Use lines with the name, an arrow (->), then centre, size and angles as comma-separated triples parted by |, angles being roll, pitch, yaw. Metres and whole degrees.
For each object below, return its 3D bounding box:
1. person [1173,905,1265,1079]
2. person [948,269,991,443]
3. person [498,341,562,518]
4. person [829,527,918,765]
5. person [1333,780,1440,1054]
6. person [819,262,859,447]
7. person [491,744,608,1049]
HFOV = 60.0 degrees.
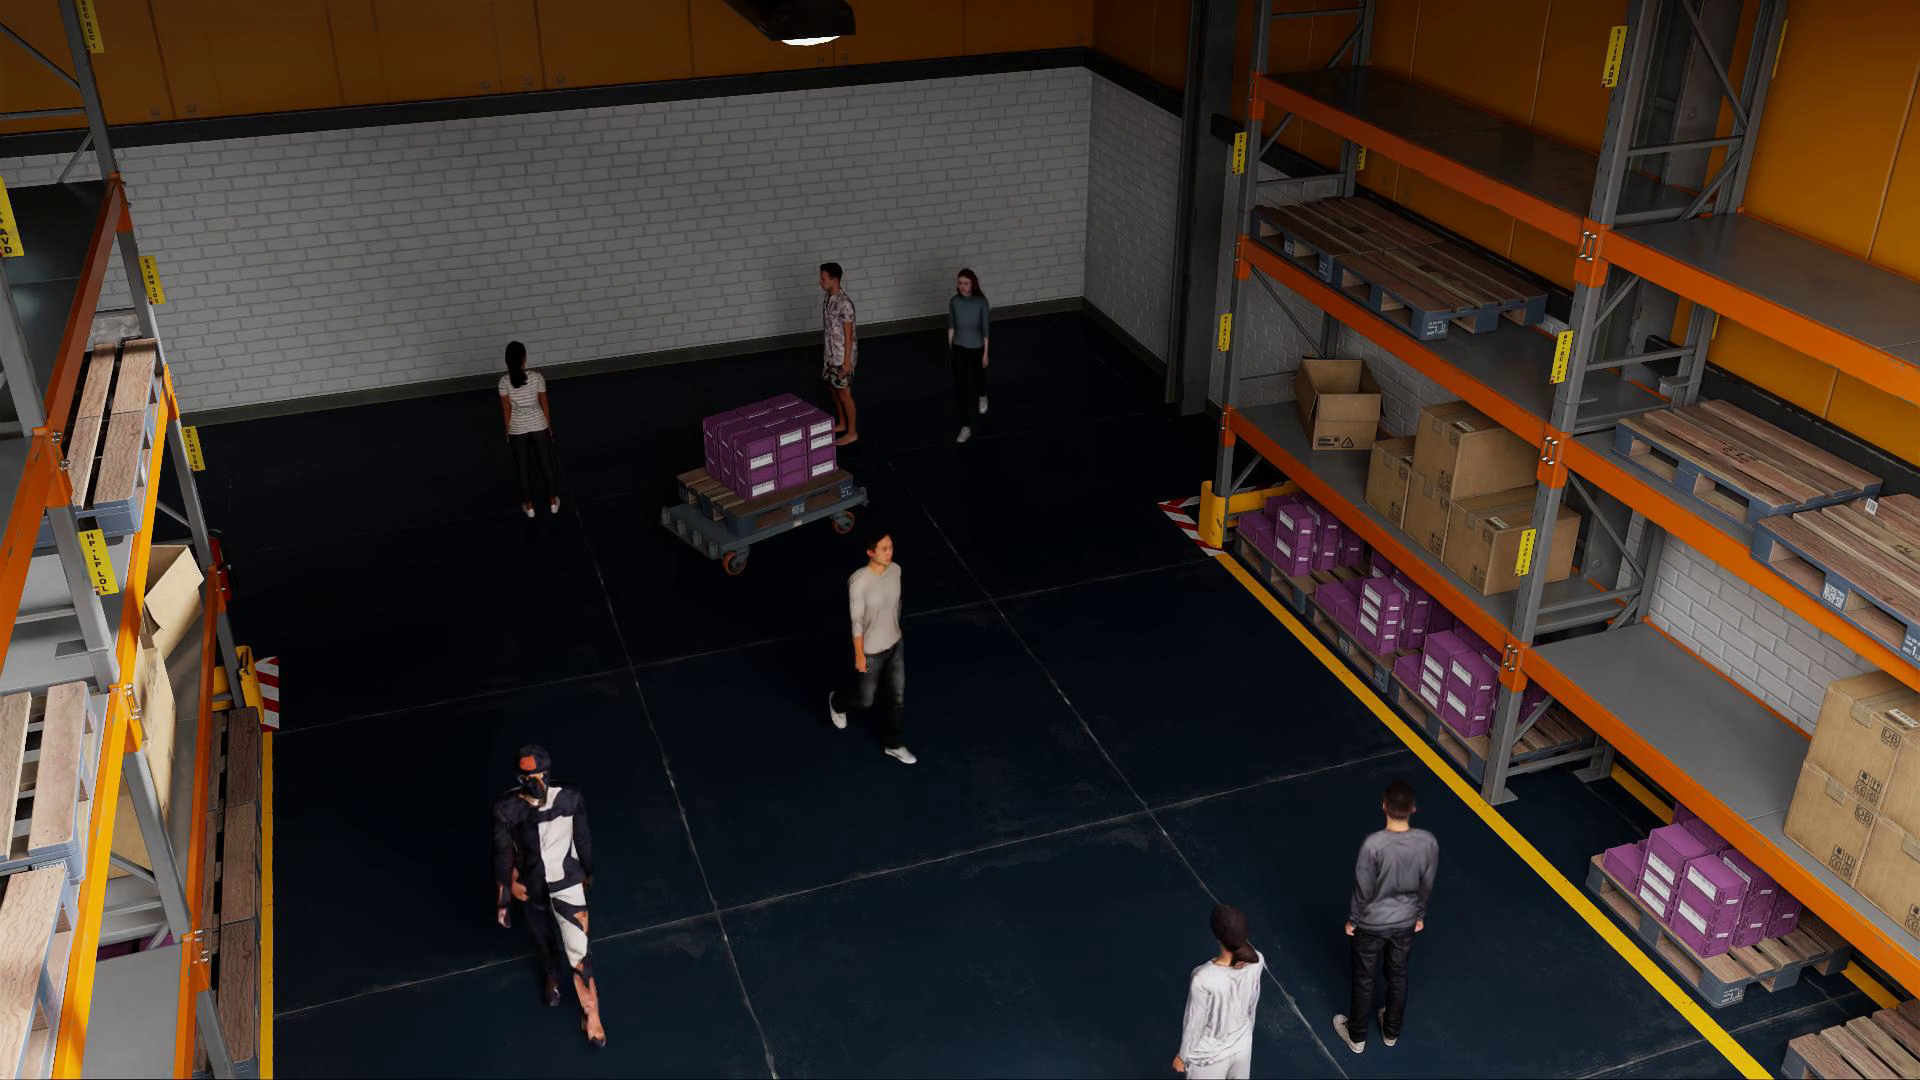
person -> 1.297, 2.527, 8.265 | 0.618, 1.776, 0.585 | -15, 32, -25
person -> 0.111, -1.852, 16.340 | 0.910, 1.731, 1.039 | 8, 30, 14
person -> -3.855, -0.991, 14.854 | 0.558, 1.642, 0.496 | -9, 30, -16
person -> -0.643, 0.707, 11.585 | 1.121, 1.791, 0.914 | 25, 37, 38
person -> 2.332, 2.070, 9.119 | 0.656, 1.761, 0.581 | -5, 29, -8
person -> -1.159, -1.838, 16.233 | 0.767, 1.809, 0.562 | -15, 32, -25
person -> -2.337, 1.877, 9.366 | 0.759, 1.862, 0.999 | -6, 29, -11
